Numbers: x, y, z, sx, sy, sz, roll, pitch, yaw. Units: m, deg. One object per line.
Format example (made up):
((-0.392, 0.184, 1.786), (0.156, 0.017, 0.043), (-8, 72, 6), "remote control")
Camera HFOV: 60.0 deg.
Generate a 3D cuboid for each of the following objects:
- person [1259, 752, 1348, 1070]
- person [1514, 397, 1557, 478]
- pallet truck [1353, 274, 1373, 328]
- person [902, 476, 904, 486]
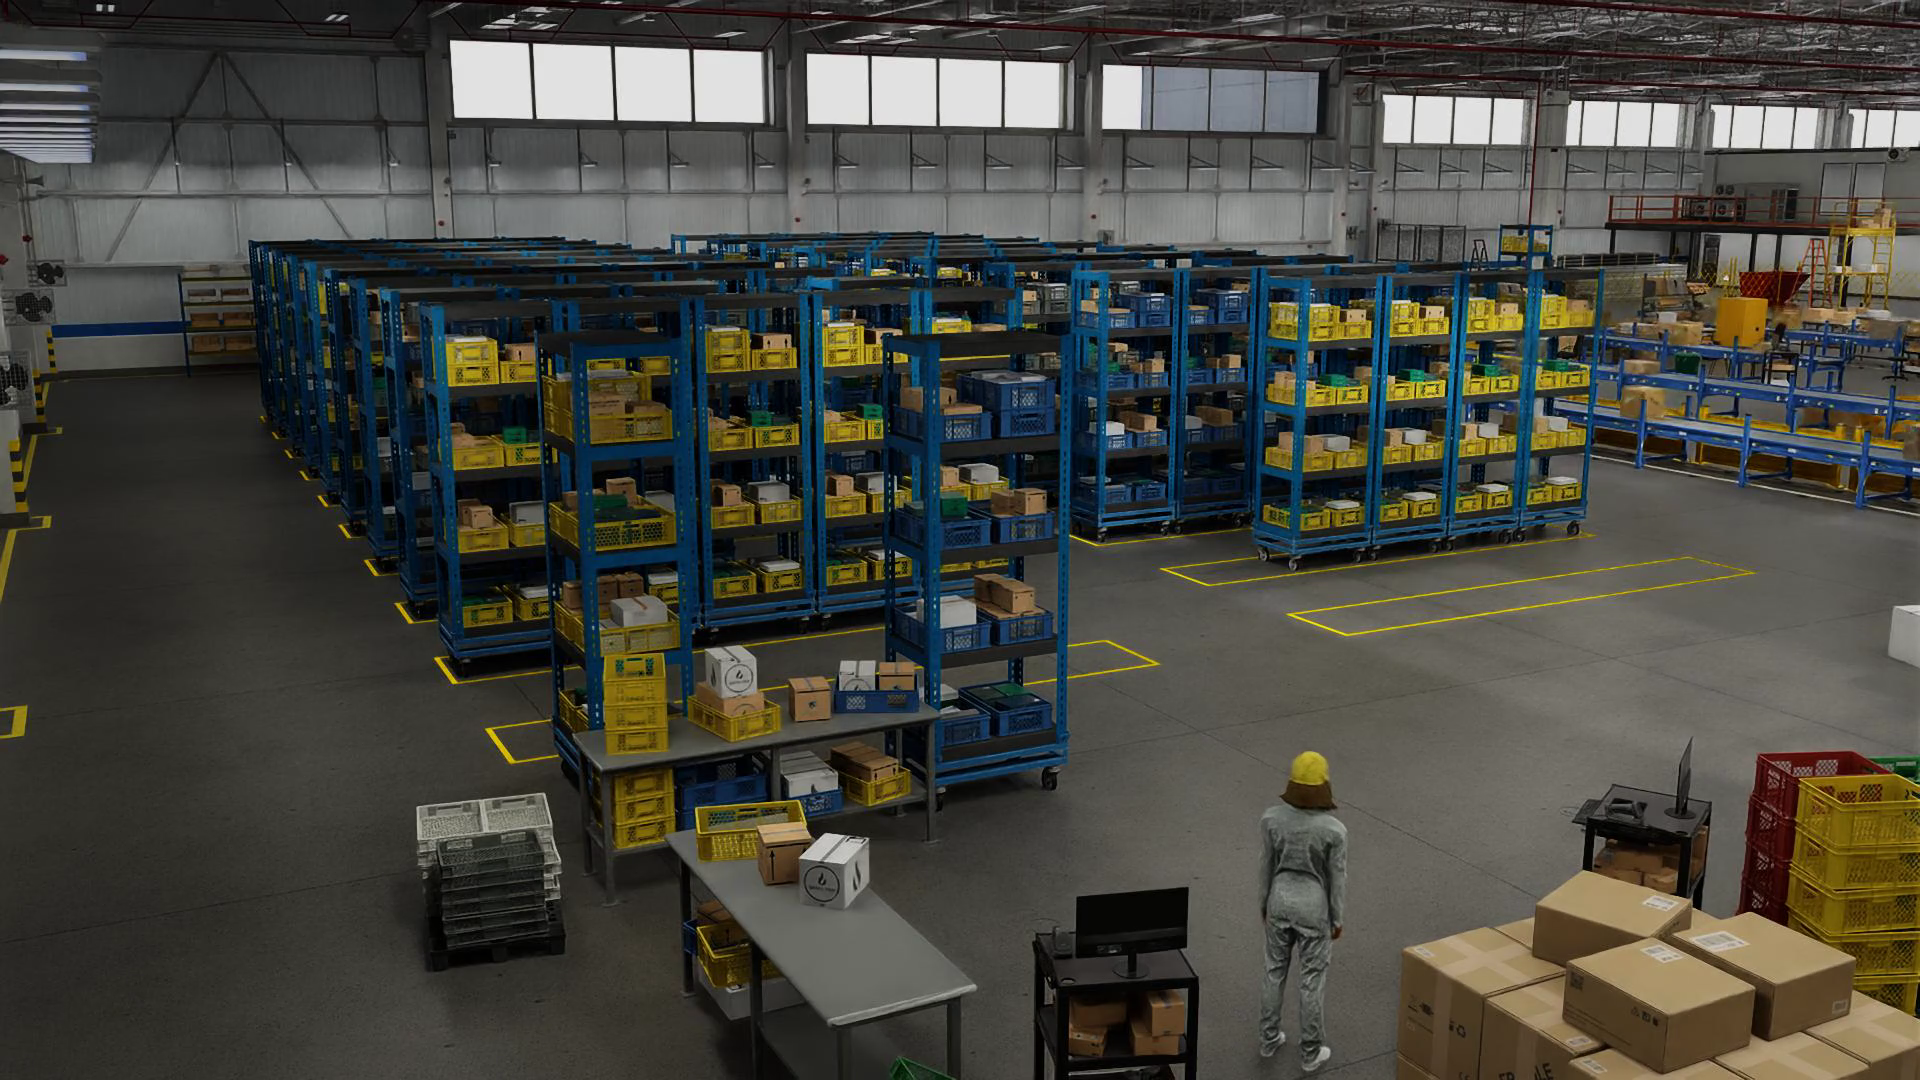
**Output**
((1.845, 1.979, 8.959), (0.481, 1.734, 0.334), (7, 14, 30), "person")
((8.789, -1.594, 25.408), (0.649, 1.866, 1.015), (-1, 12, -6), "person")
((13.011, -8.050, 55.243), (0.823, 1.965, 1.885), (-7, 14, -28), "pallet truck")
((-1.024, -1.516, 25.054), (0.392, 1.839, 0.563), (-12, 17, -44), "person")
